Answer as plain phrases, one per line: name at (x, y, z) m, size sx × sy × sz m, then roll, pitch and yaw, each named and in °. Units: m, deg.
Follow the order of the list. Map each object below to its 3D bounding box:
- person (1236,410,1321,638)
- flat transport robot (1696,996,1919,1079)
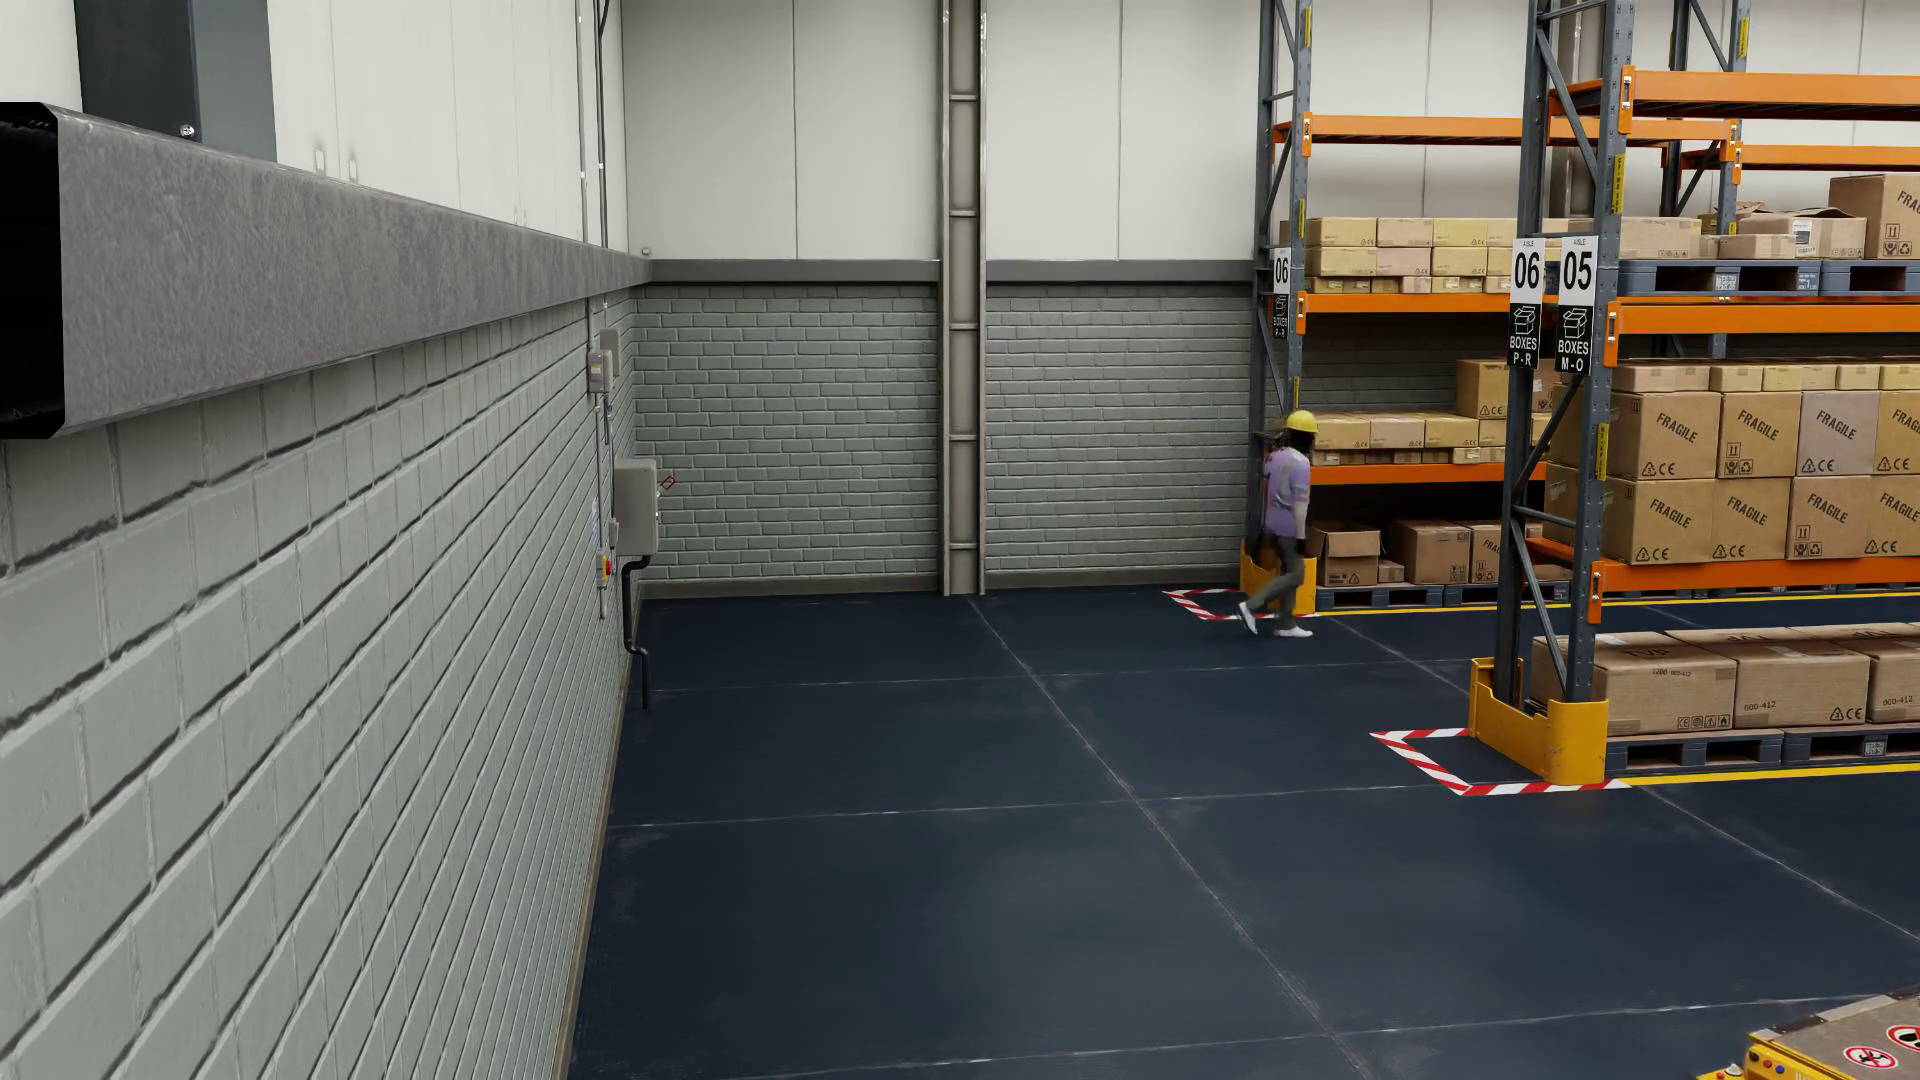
person at (2.622, -0.110, 13.593) m, size 0.647 × 1.902 × 0.610 m, roll -1°, pitch 9°, yaw -7°
flat transport robot at (3.449, 1.927, 6.053) m, size 1.431 × 0.197 × 0.652 m, roll -5°, pitch 10°, yaw -26°
